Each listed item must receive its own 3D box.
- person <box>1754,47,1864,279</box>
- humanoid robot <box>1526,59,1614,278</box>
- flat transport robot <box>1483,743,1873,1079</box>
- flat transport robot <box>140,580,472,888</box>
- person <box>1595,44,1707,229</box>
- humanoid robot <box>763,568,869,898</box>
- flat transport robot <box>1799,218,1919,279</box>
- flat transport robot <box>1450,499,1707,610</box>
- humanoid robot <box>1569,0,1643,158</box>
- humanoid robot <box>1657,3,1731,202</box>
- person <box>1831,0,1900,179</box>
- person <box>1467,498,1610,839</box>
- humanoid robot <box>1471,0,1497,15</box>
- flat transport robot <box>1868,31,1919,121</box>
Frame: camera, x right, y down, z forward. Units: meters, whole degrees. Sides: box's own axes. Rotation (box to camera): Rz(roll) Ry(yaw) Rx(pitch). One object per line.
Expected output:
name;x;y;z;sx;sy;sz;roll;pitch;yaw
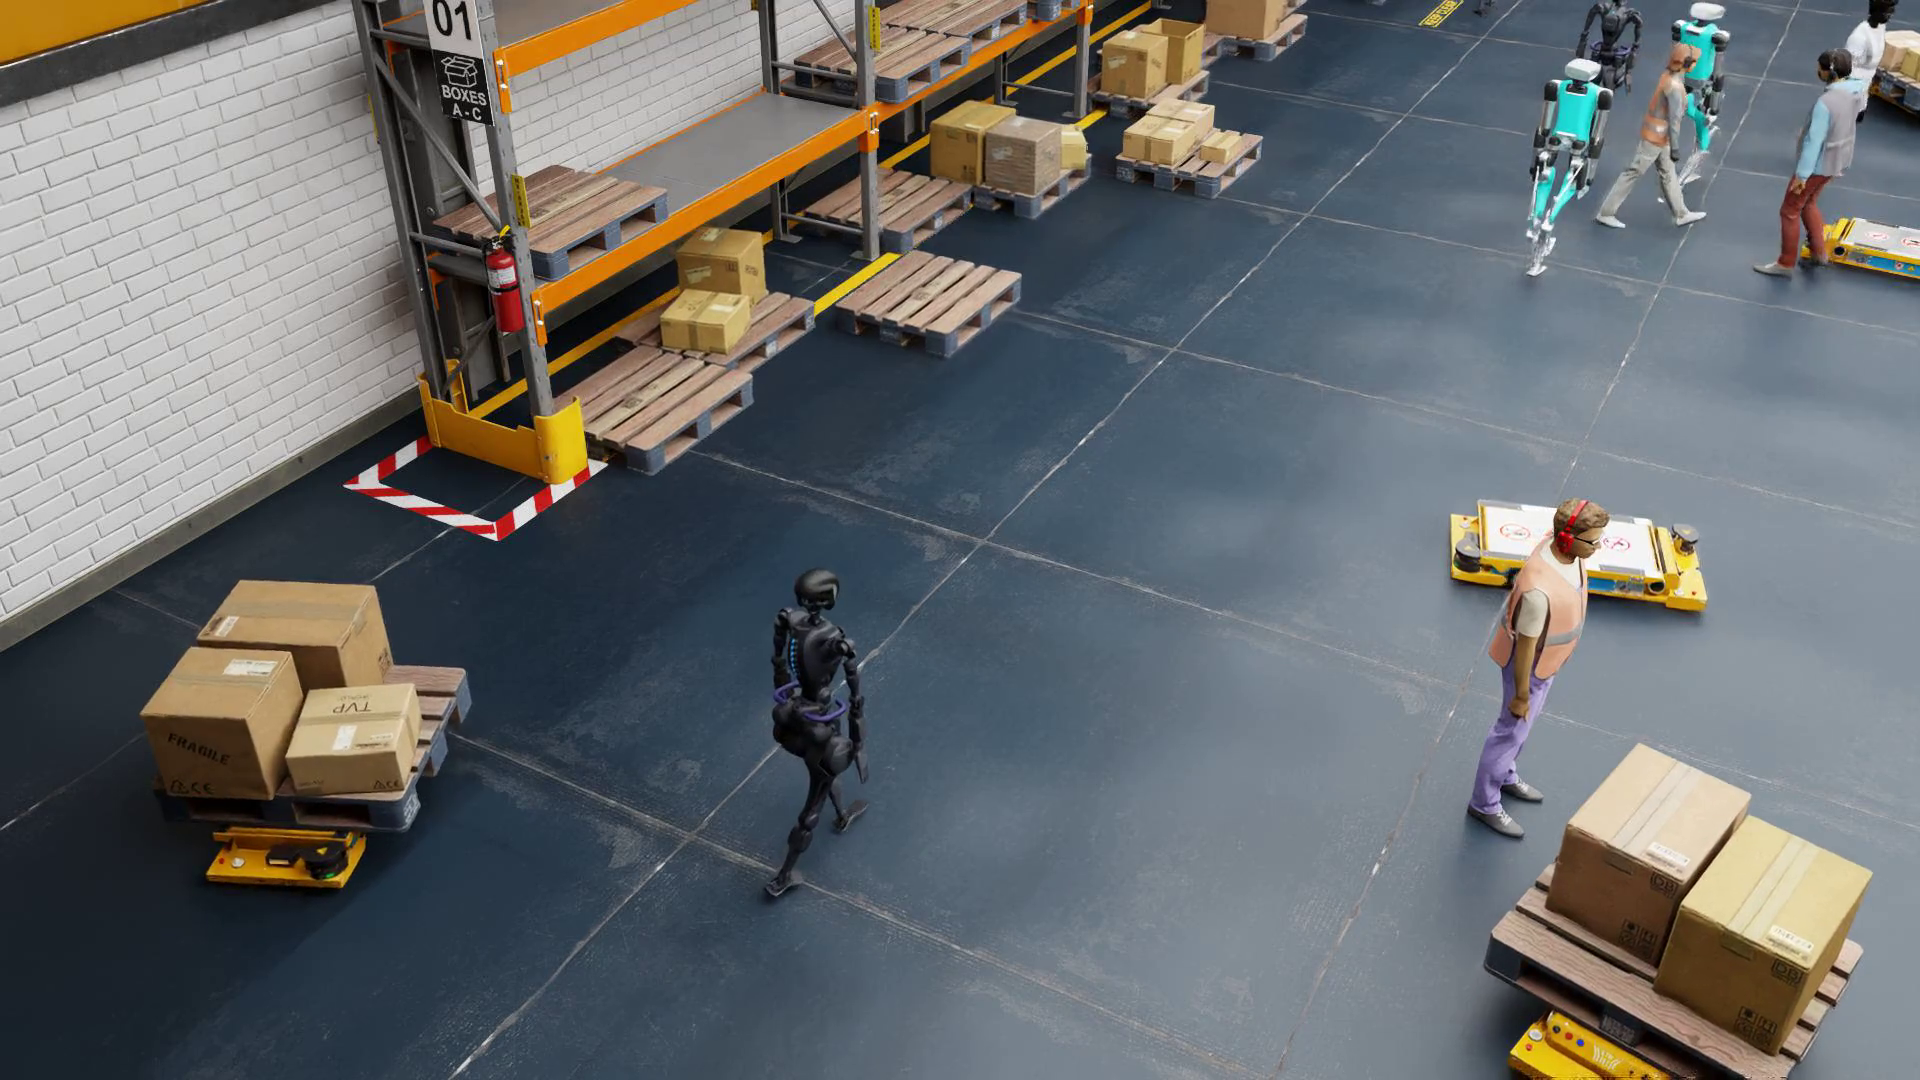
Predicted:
person;6.813;-2.971;13.206;0.583;1.855;0.428;-26;42;-34
humanoid robot;4.704;-2.867;13.151;0.540;1.733;0.976;22;39;30
flat transport robot;3.010;1.962;7.179;0.659;0.231;1.431;27;42;34
flat transport robot;-3.169;1.174;8.372;0.659;0.231;1.431;2;34;3
person;5.970;-3.380;14.063;0.901;1.579;0.535;12;35;17
humanoid robot;-0.681;0.855;7.624;0.590;1.621;0.794;24;40;32
flat transport robot;7.771;-2.361;13.719;1.431;0.231;0.659;20;38;27
flat transport robot;3.705;0.084;10.021;1.431;0.231;0.659;7;34;11
humanoid robot;6.016;-4.432;15.586;0.608;1.637;0.656;25;41;32
humanoid robot;6.602;-3.892;14.728;0.831;1.784;0.531;-19;38;-26
person;8.105;-4.182;15.195;0.571;1.673;0.486;-28;43;-36
person;2.692;0.581;7.848;0.376;1.840;0.562;19;38;26
humanoid robot;6.224;-7.017;19.491;0.611;1.650;0.357;-6;34;-9
flat transport robot;9.883;-4.438;16.862;0.659;0.231;1.431;-5;34;-7
